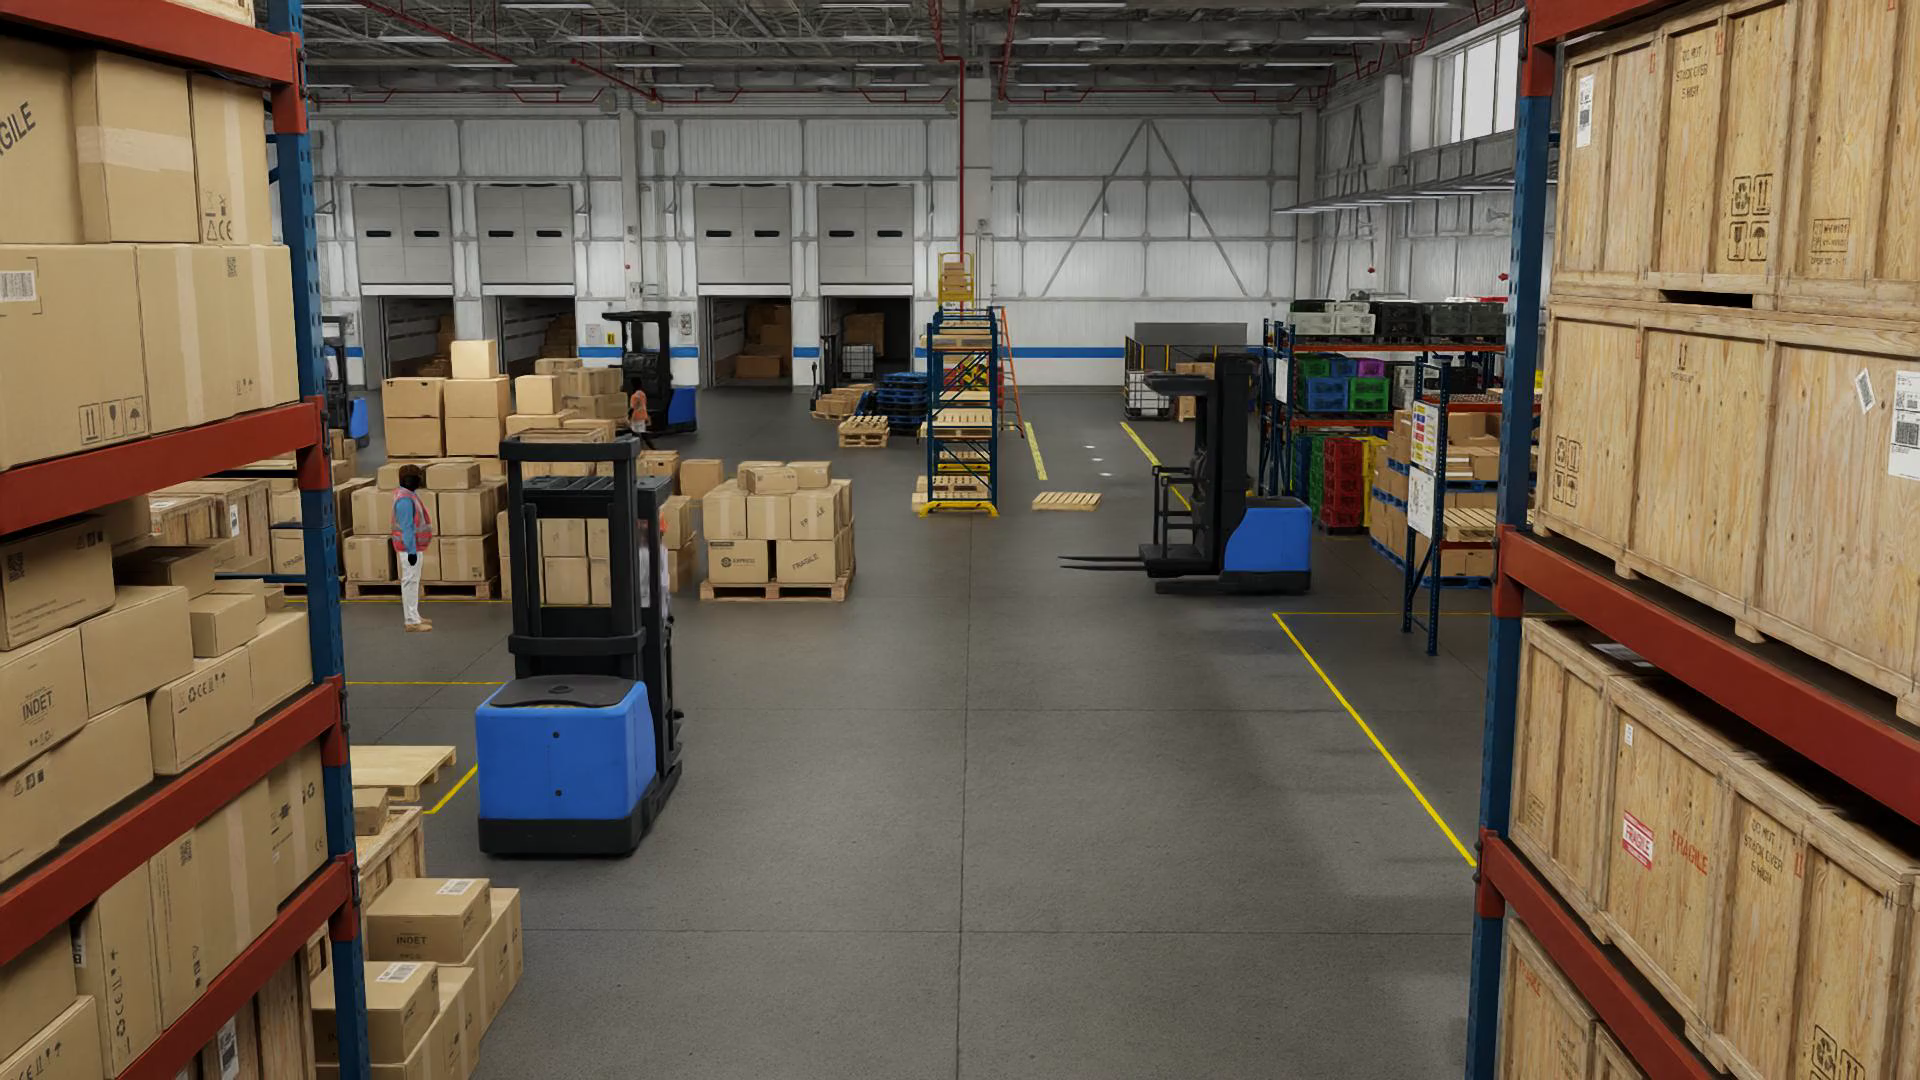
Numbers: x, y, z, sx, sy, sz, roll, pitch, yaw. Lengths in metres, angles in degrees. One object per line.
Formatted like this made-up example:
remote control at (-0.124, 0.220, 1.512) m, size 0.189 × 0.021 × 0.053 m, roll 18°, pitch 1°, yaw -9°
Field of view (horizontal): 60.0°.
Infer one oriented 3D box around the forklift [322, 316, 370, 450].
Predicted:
forklift at (-12.995, -3.188, 34.094) m, size 1.129 × 2.768 × 1.873 m, roll 0°, pitch 10°, yaw -1°

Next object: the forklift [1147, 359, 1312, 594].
forklift at (3.309, -0.802, 20.328) m, size 1.873 × 2.768 × 1.129 m, roll 0°, pitch 10°, yaw 1°

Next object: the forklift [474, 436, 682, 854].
forklift at (-2.755, 0.647, 11.970) m, size 1.129 × 2.768 × 1.873 m, roll 0°, pitch 10°, yaw 1°

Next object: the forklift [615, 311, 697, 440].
forklift at (-6.885, -3.733, 37.240) m, size 1.129 × 2.768 × 1.873 m, roll 5°, pitch 11°, yaw 29°

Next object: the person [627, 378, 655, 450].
person at (-6.425, -2.411, 33.156) m, size 0.894 × 1.647 × 0.545 m, roll 1°, pitch 10°, yaw 8°

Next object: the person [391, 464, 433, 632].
person at (-5.991, 0.084, 18.218) m, size 0.429 × 1.840 × 0.636 m, roll -3°, pitch 10°, yaw -17°

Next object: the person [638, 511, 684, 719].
person at (-2.798, 0.639, 14.800) m, size 0.653 × 1.912 × 0.553 m, roll 3°, pitch 10°, yaw 17°

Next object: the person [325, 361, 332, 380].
person at (-15.031, -3.580, 39.070) m, size 0.543 × 1.939 × 0.360 m, roll -4°, pitch 11°, yaw -21°

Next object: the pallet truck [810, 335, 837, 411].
pallet truck at (-3.021, -4.312, 43.126) m, size 1.885 × 1.965 × 0.823 m, roll 3°, pitch 10°, yaw 17°
